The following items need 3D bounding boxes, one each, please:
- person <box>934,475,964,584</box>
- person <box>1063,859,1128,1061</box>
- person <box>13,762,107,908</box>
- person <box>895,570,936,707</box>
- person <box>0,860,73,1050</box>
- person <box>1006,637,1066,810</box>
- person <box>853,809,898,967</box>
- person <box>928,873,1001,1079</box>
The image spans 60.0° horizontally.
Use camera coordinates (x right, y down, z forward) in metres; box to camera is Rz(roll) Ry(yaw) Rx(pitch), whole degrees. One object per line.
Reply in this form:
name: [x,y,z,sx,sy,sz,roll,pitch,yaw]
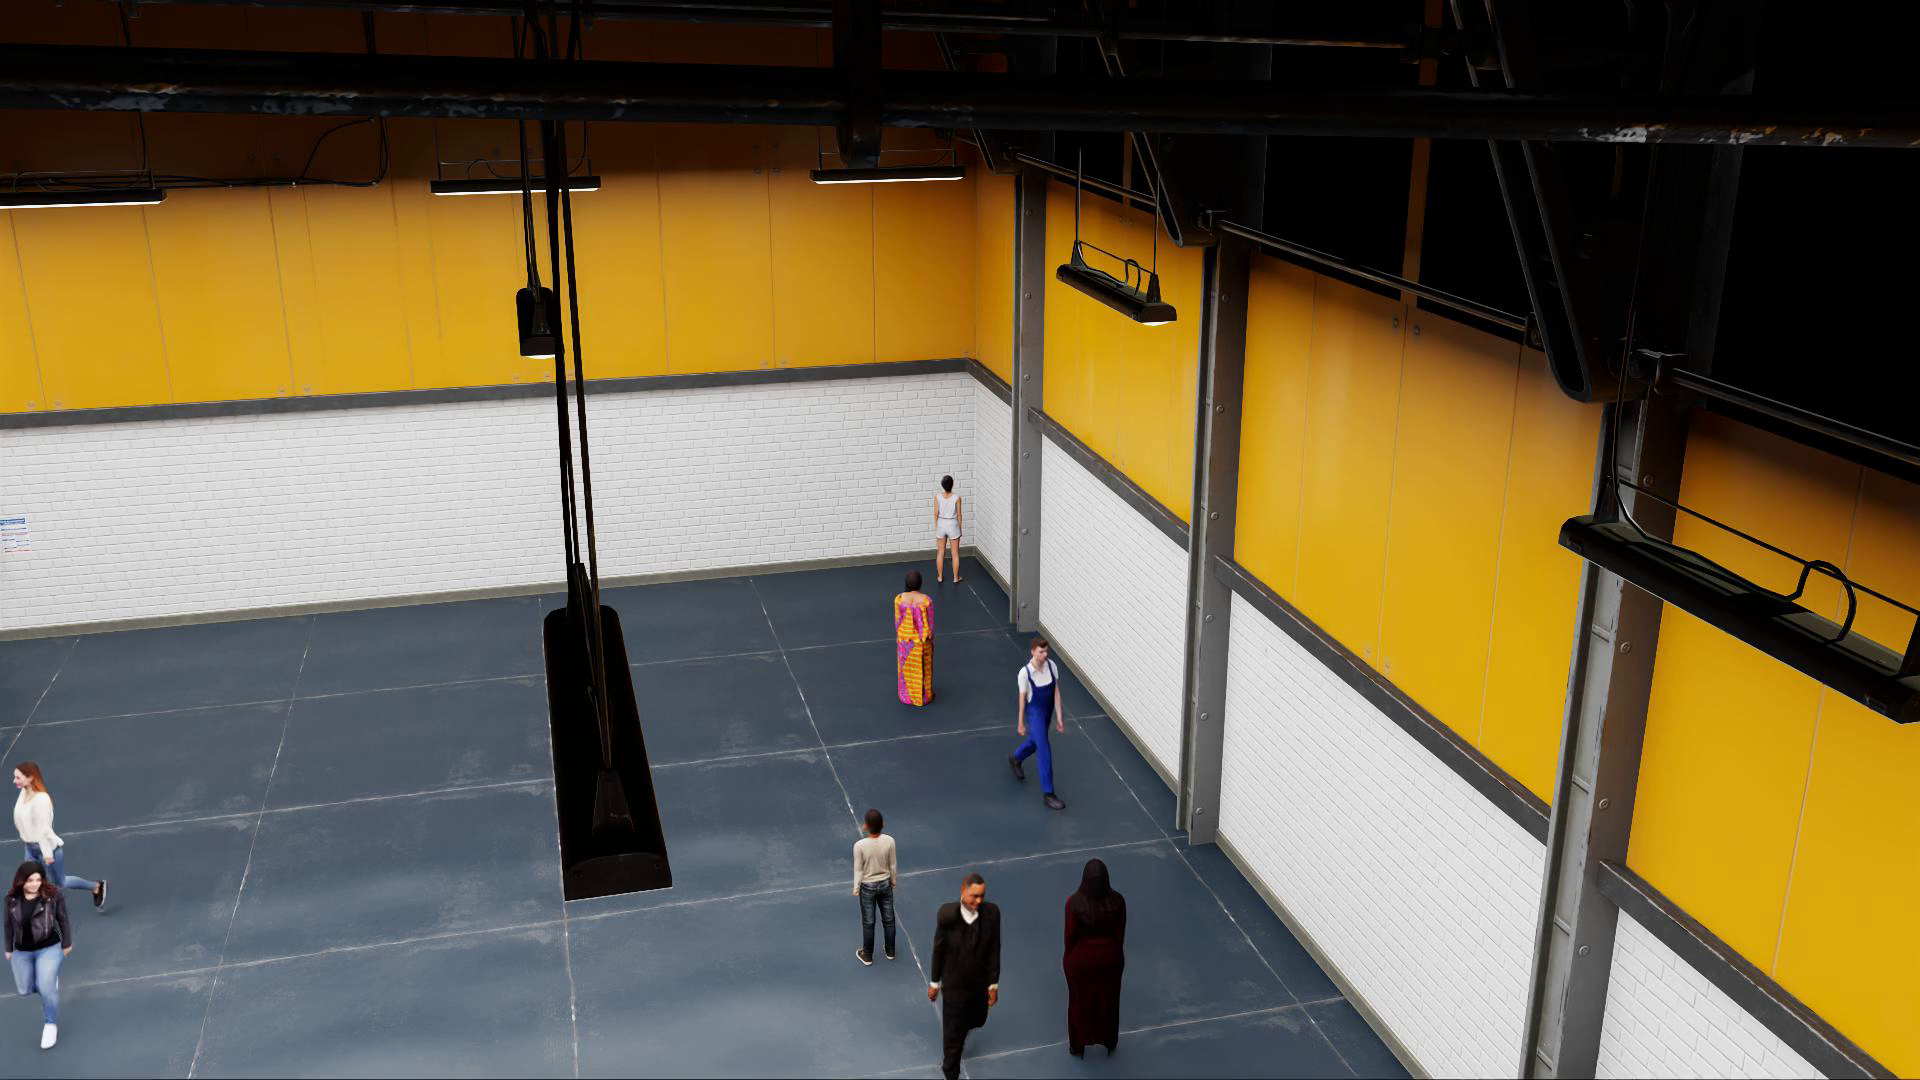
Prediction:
person: [-0.173,-0.165,23.947,0.658,1.600,0.691,4,19,10]
person: [1.076,3.345,13.278,0.680,1.757,0.623,-3,19,-8]
person: [-8.236,2.780,15.087,1.031,1.673,1.028,15,24,37]
person: [-0.541,1.134,19.955,0.760,1.685,0.799,4,19,12]
person: [-7.504,3.319,13.583,0.677,1.610,0.822,-3,19,-8]
person: [0.791,1.858,17.610,0.968,1.810,1.370,-13,23,-35]
person: [-0.740,3.045,14.625,0.561,1.466,0.526,-7,20,-19]
person: [0.062,3.392,12.966,0.873,1.867,1.279,0,19,-1]
